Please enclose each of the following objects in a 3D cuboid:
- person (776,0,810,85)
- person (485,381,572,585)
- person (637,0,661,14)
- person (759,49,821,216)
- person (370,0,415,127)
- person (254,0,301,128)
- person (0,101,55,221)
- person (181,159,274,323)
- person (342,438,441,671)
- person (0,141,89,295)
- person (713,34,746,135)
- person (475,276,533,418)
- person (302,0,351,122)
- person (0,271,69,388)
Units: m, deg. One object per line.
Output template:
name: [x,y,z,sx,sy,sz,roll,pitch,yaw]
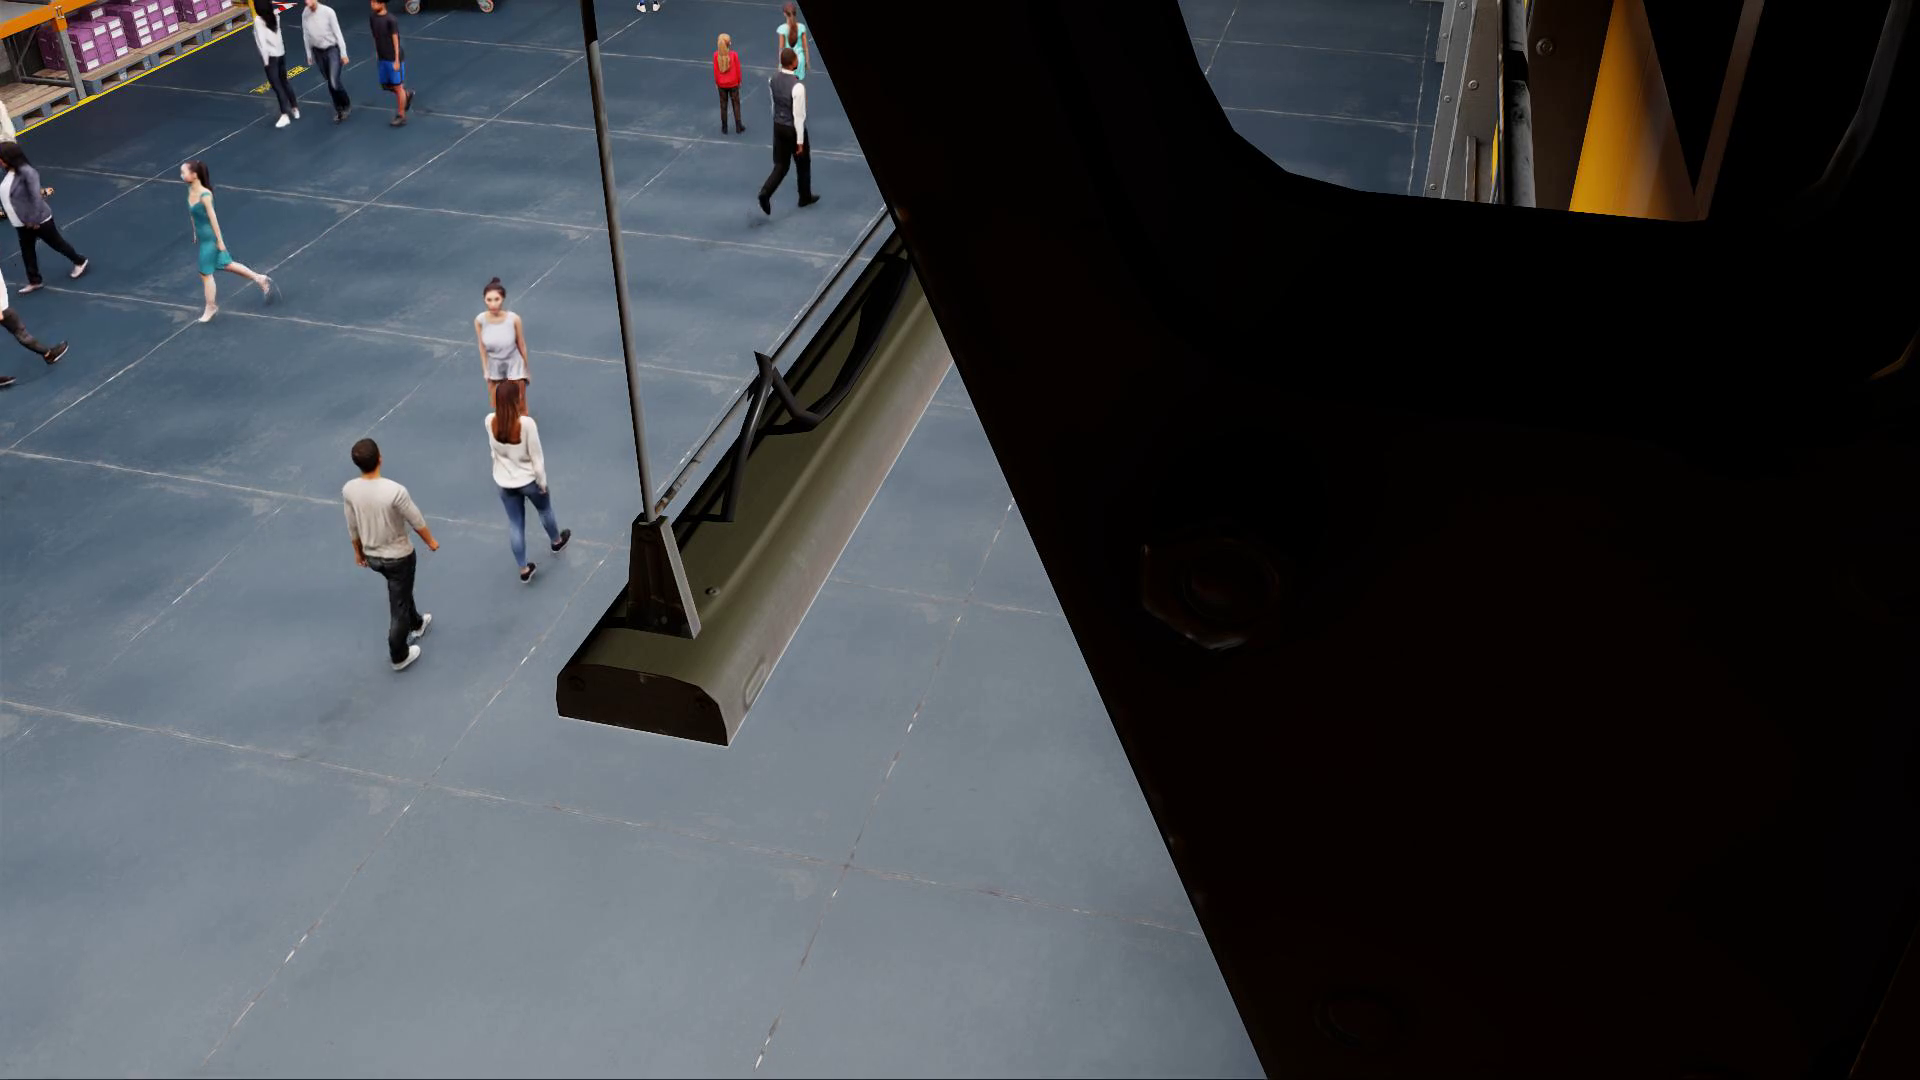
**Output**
person: [-2.166,-6.212,21.703,0.751,1.542,0.830,-10,35,-14]
person: [-3.434,-0.411,12.865,0.678,1.665,0.924,5,34,7]
person: [-4.962,-9.160,25.934,0.731,1.768,0.735,-10,35,-14]
person: [-2.016,-4.627,19.010,0.927,1.884,1.236,21,39,28]
person: [-7.346,-6.301,21.623,0.680,1.780,0.895,16,37,22]
person: [-8.935,-6.266,21.663,0.838,1.675,0.501,-2,34,-3]
person: [-11.017,-4.463,18.978,0.650,1.645,1.035,7,34,10]
person: [-7.495,-3.043,16.832,1.111,1.655,0.909,-27,42,-34]
person: [-4.130,0.158,11.901,0.666,1.784,0.845,9,35,14]
person: [-9.662,-3.421,17.476,0.794,1.573,1.112,15,36,21]
person: [-2.994,-5.896,21.463,0.551,1.281,0.568,-1,34,-1]
person: [-3.990,-1.561,14.652,0.683,1.601,0.750,-4,34,-6]
person: [-8.216,-6.381,21.721,0.659,1.804,0.621,8,34,12]
person: [-9.139,-2.199,15.536,0.846,1.685,1.145,20,38,27]
